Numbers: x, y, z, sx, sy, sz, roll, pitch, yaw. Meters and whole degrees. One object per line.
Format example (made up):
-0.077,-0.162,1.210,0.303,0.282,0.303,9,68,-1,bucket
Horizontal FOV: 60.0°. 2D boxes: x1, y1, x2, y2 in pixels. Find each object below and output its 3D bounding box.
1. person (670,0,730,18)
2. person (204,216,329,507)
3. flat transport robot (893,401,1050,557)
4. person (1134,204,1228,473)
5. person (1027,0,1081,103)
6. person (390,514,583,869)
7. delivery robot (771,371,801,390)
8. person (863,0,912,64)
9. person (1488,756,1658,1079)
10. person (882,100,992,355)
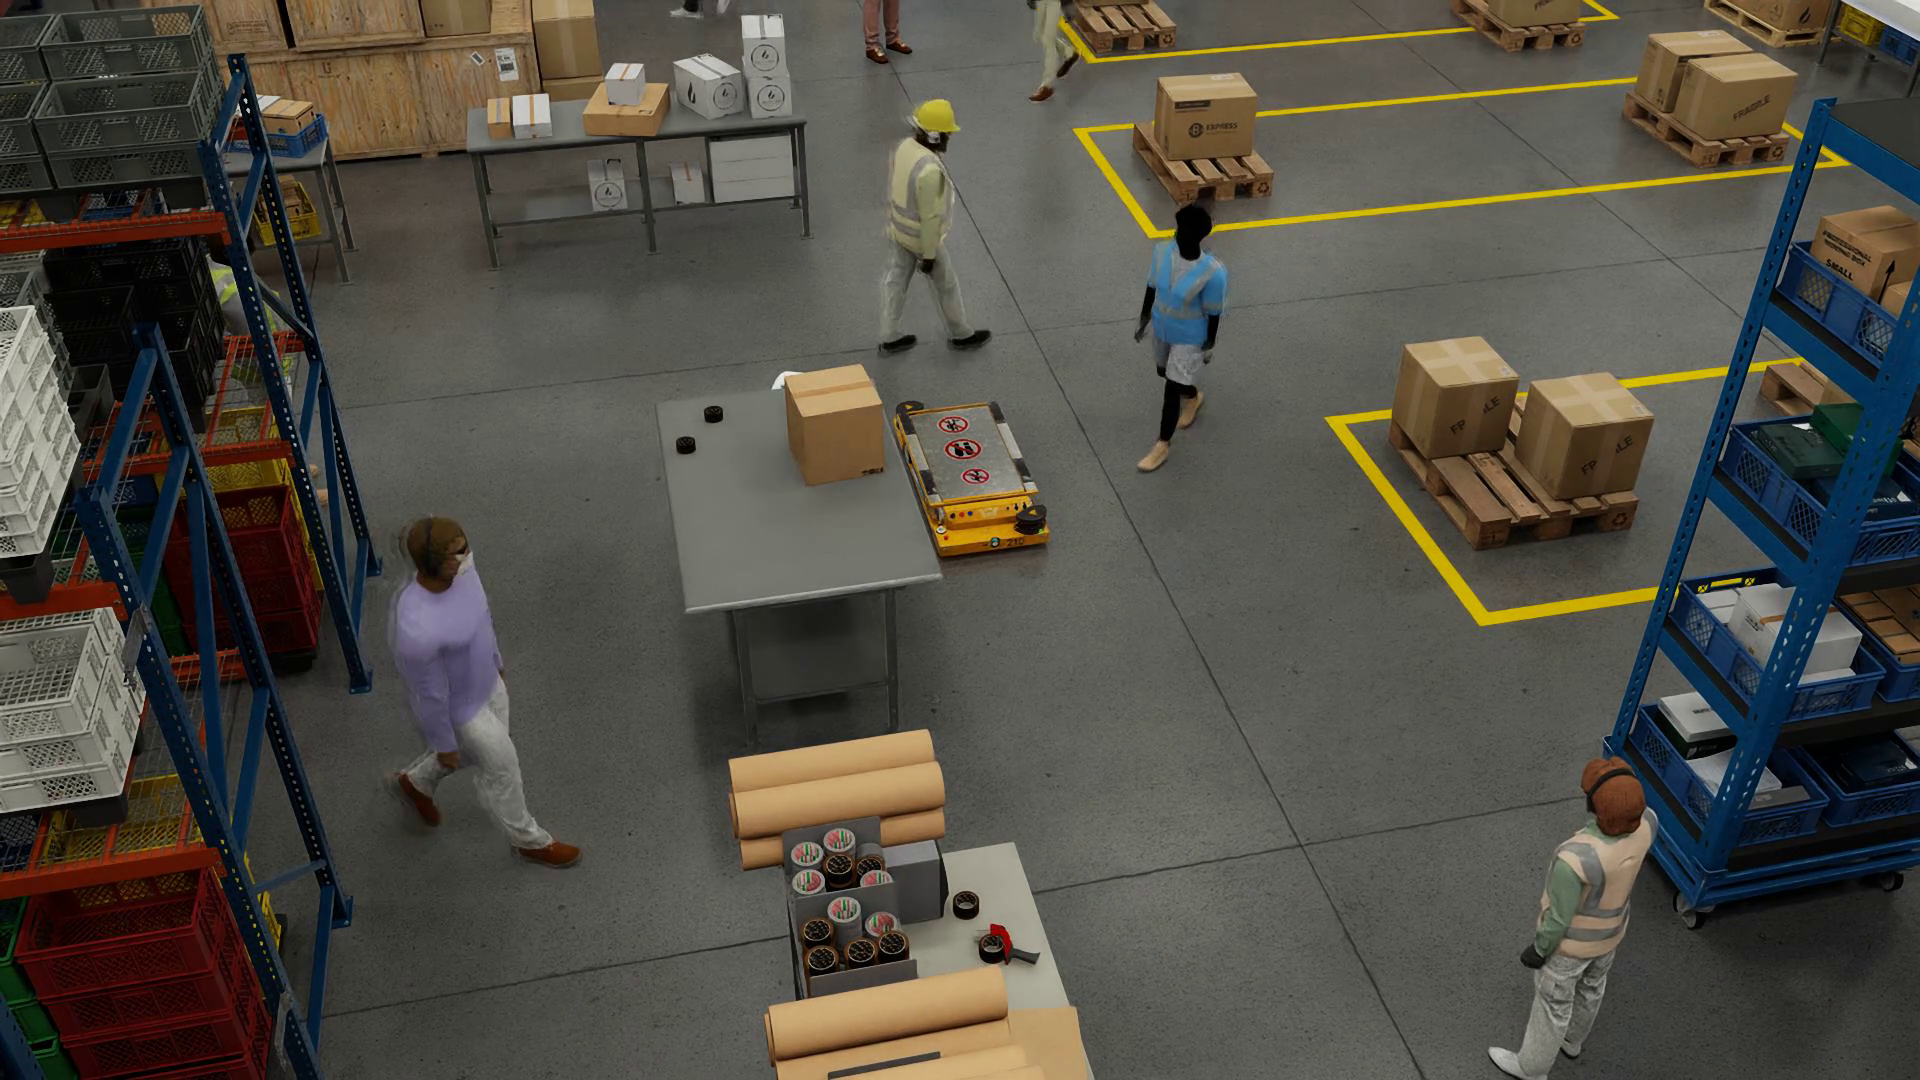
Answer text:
-2.616,-6.047,16.303,0.616,1.900,0.604,6,37,8,person
-4.020,-1.019,9.595,0.429,1.842,0.630,-23,42,-27,person
0.046,-0.430,10.108,0.652,0.197,1.431,-8,37,-10,flat transport robot
1.353,-1.278,10.078,0.765,1.671,0.539,-27,44,-31,person
0.859,-4.853,14.766,0.678,1.833,0.533,-28,45,-33,person
-2.206,0.675,7.266,0.853,1.910,0.640,4,37,5,person
-1.045,-0.768,10.251,0.477,0.478,0.707,7,37,9,delivery robot
-0.695,-5.431,15.480,0.401,1.899,0.635,29,46,33,person
2.373,1.492,6.389,0.515,1.636,0.315,-22,42,-27,person
-0.172,-2.064,11.038,0.843,1.781,0.620,-16,39,-20,person
